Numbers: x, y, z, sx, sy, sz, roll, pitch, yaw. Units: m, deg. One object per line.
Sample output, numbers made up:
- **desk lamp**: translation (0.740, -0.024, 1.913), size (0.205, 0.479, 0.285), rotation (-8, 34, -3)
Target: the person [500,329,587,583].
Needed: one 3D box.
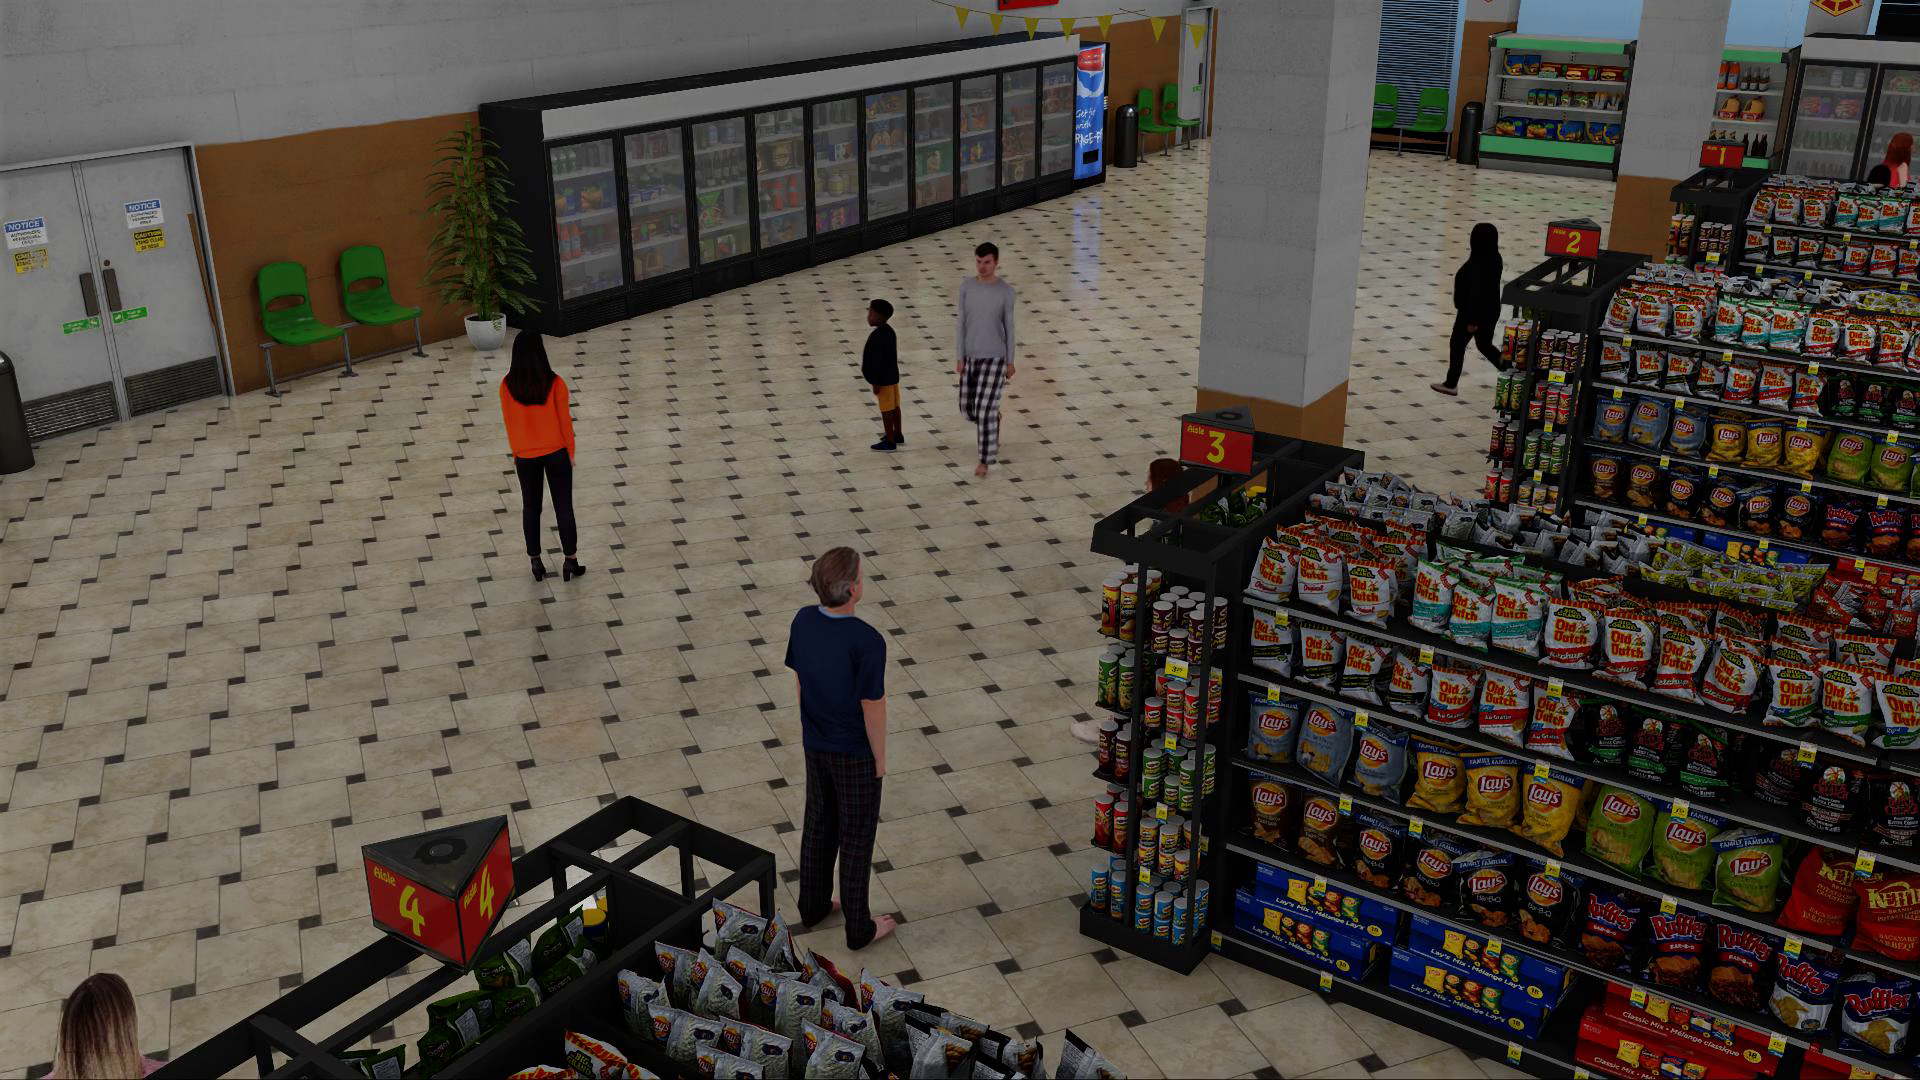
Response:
- **person**: translation (-2.778, -0.557, 11.059), size (0.664, 1.748, 0.769), rotation (2, 22, 4)

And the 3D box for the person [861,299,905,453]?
- **person**: translation (-0.605, -1.367, 13.723), size (0.601, 1.265, 0.579), rotation (7, 23, 16)

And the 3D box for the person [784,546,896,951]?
- **person**: translation (-0.527, 0.905, 7.259), size (0.466, 1.868, 0.710), rotation (14, 26, 31)

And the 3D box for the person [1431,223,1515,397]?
- **person**: translation (4.732, -2.013, 14.898), size (1.065, 1.587, 0.697), rotation (17, 28, 37)

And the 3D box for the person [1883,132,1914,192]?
- **person**: translation (10.239, -3.596, 18.586), size (1.239, 1.775, 0.989), rotation (2, 22, 5)

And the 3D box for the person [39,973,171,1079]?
- **person**: translation (-2.360, 2.019, 4.746), size (0.699, 1.675, 0.774), rotation (-2, 22, -4)

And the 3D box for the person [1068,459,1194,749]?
- **person**: translation (1.213, 0.392, 8.806), size (1.152, 1.666, 0.976), rotation (1, 22, 2)

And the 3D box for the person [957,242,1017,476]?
- **person**: translation (0.213, -1.466, 13.223), size (0.972, 1.821, 0.818), rotation (8, 23, 19)
